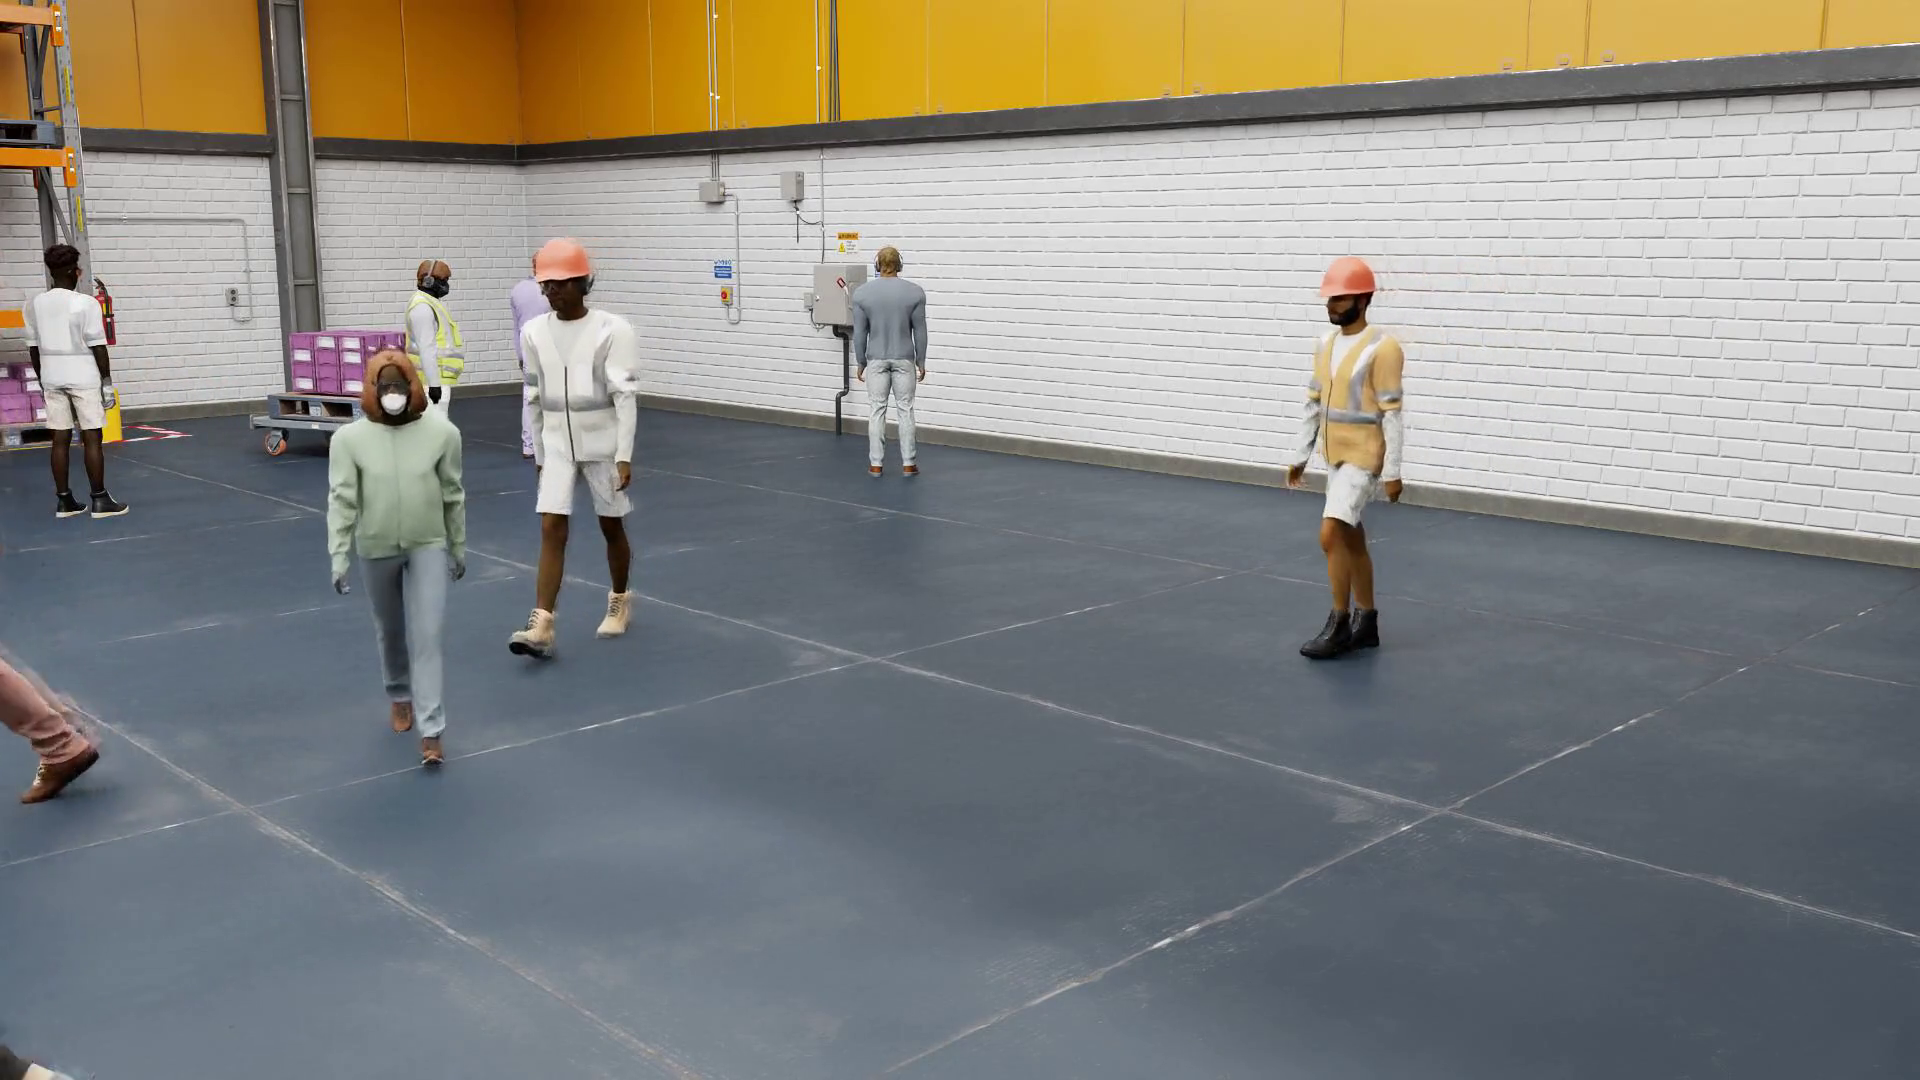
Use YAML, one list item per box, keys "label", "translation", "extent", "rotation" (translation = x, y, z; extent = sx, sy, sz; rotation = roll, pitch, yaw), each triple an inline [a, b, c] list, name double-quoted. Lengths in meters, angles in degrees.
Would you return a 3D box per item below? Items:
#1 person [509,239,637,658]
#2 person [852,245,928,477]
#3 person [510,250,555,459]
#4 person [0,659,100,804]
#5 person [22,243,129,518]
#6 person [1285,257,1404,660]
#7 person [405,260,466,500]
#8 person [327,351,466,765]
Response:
- label: "person"
  translation: [-1.853, -0.433, 8.010]
  extent: [0.634, 1.988, 1.026]
  rotation: [2, 11, 10]
- label: "person"
  translation: [-0.584, -1.491, 13.959]
  extent: [0.631, 1.939, 0.372]
  rotation: [0, 10, -1]
- label: "person"
  translation: [-3.729, -1.665, 15.026]
  extent: [0.647, 1.900, 0.403]
  rotation: [5, 11, 24]
- label: "person"
  translation: [-3.479, 0.086, 5.596]
  extent: [0.991, 1.866, 0.631]
  rotation: [-9, 13, -39]
- label: "person"
  translation: [-6.349, -1.133, 11.924]
  extent: [0.606, 1.967, 0.367]
  rotation: [2, 10, 8]
- label: "person"
  translation: [1.800, -0.386, 7.976]
  extent: [0.687, 1.912, 0.558]
  rotation: [-4, 11, -18]
- label: "person"
  translation: [-3.997, -1.210, 12.707]
  extent: [0.429, 1.838, 0.621]
  rotation: [-3, 11, -14]
- label: "person"
  translation: [-2.195, 0.051, 6.516]
  extent: [0.515, 1.581, 0.892]
  rotation: [-4, 11, -19]
